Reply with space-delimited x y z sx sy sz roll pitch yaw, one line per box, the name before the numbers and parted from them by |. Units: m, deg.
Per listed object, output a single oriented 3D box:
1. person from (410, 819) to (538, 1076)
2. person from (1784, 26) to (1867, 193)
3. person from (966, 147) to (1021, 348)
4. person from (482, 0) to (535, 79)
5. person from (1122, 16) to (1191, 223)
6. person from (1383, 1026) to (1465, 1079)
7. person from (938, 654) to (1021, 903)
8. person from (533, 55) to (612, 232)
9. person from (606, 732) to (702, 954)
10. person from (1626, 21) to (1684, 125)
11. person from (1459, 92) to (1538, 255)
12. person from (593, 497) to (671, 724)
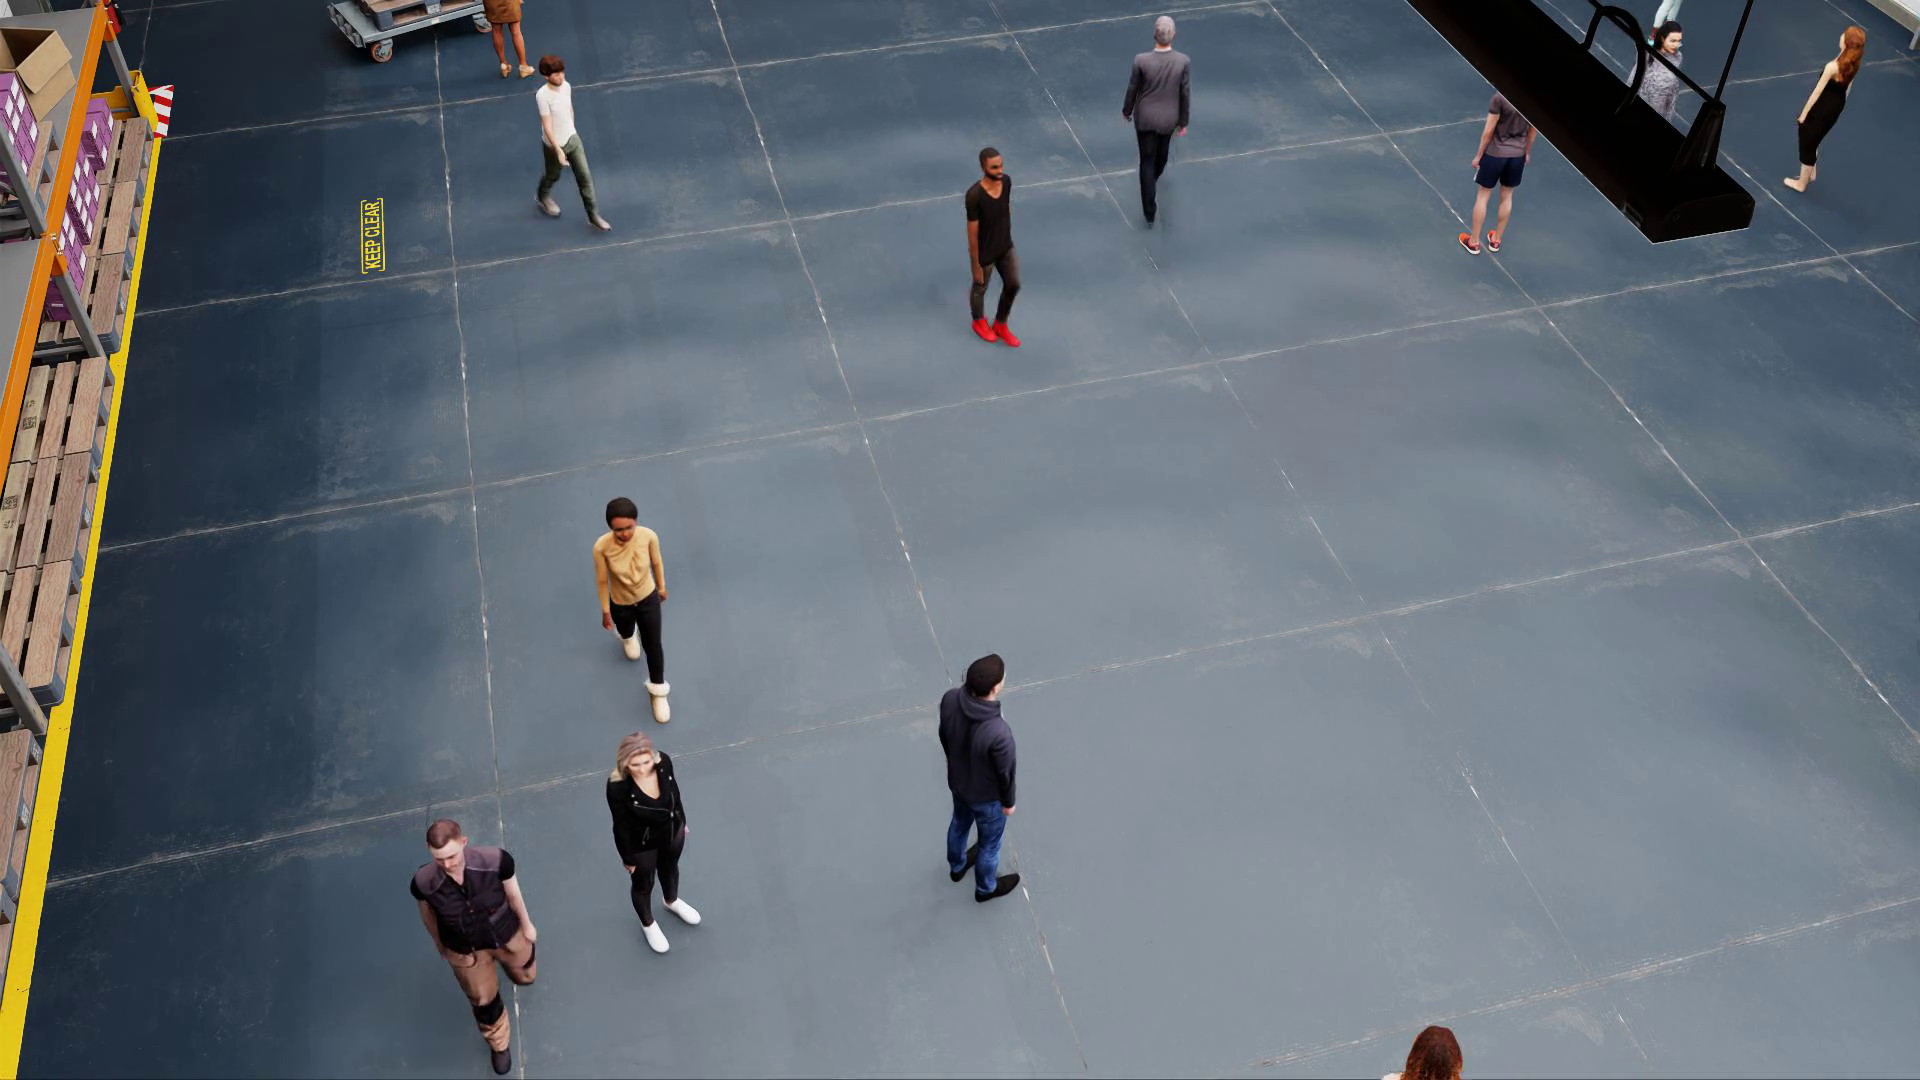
person | -2.510 1.996 8.752 0.743 1.822 0.997 -14 45 -14
person | 7.887 -3.846 15.034 0.674 1.616 0.691 -22 48 -22
person | 0.180 -2.380 13.369 0.802 1.789 0.856 -29 51 -27
person | -4.609 -5.442 16.656 0.637 1.690 0.644 8 44 9
person | 1.745 -3.683 14.746 0.899 1.778 1.265 -2 44 -2
person | 2.083 2.935 7.803 0.826 1.772 1.041 5 44 5
person | 0.096 1.356 9.375 0.823 1.890 0.689 -34 53 -30
person | -3.584 -3.516 14.683 1.147 1.623 1.005 27 50 25
person | -1.711 1.639 9.227 0.704 1.685 0.693 33 53 30
person | 6.145 -3.915 15.031 0.601 1.720 0.580 -11 45 -11
person | 4.676 -3.313 14.304 0.687 1.852 0.586 -4 44 -5
person | -2.113 0.333 10.637 0.610 1.629 1.093 -12 45 -12
